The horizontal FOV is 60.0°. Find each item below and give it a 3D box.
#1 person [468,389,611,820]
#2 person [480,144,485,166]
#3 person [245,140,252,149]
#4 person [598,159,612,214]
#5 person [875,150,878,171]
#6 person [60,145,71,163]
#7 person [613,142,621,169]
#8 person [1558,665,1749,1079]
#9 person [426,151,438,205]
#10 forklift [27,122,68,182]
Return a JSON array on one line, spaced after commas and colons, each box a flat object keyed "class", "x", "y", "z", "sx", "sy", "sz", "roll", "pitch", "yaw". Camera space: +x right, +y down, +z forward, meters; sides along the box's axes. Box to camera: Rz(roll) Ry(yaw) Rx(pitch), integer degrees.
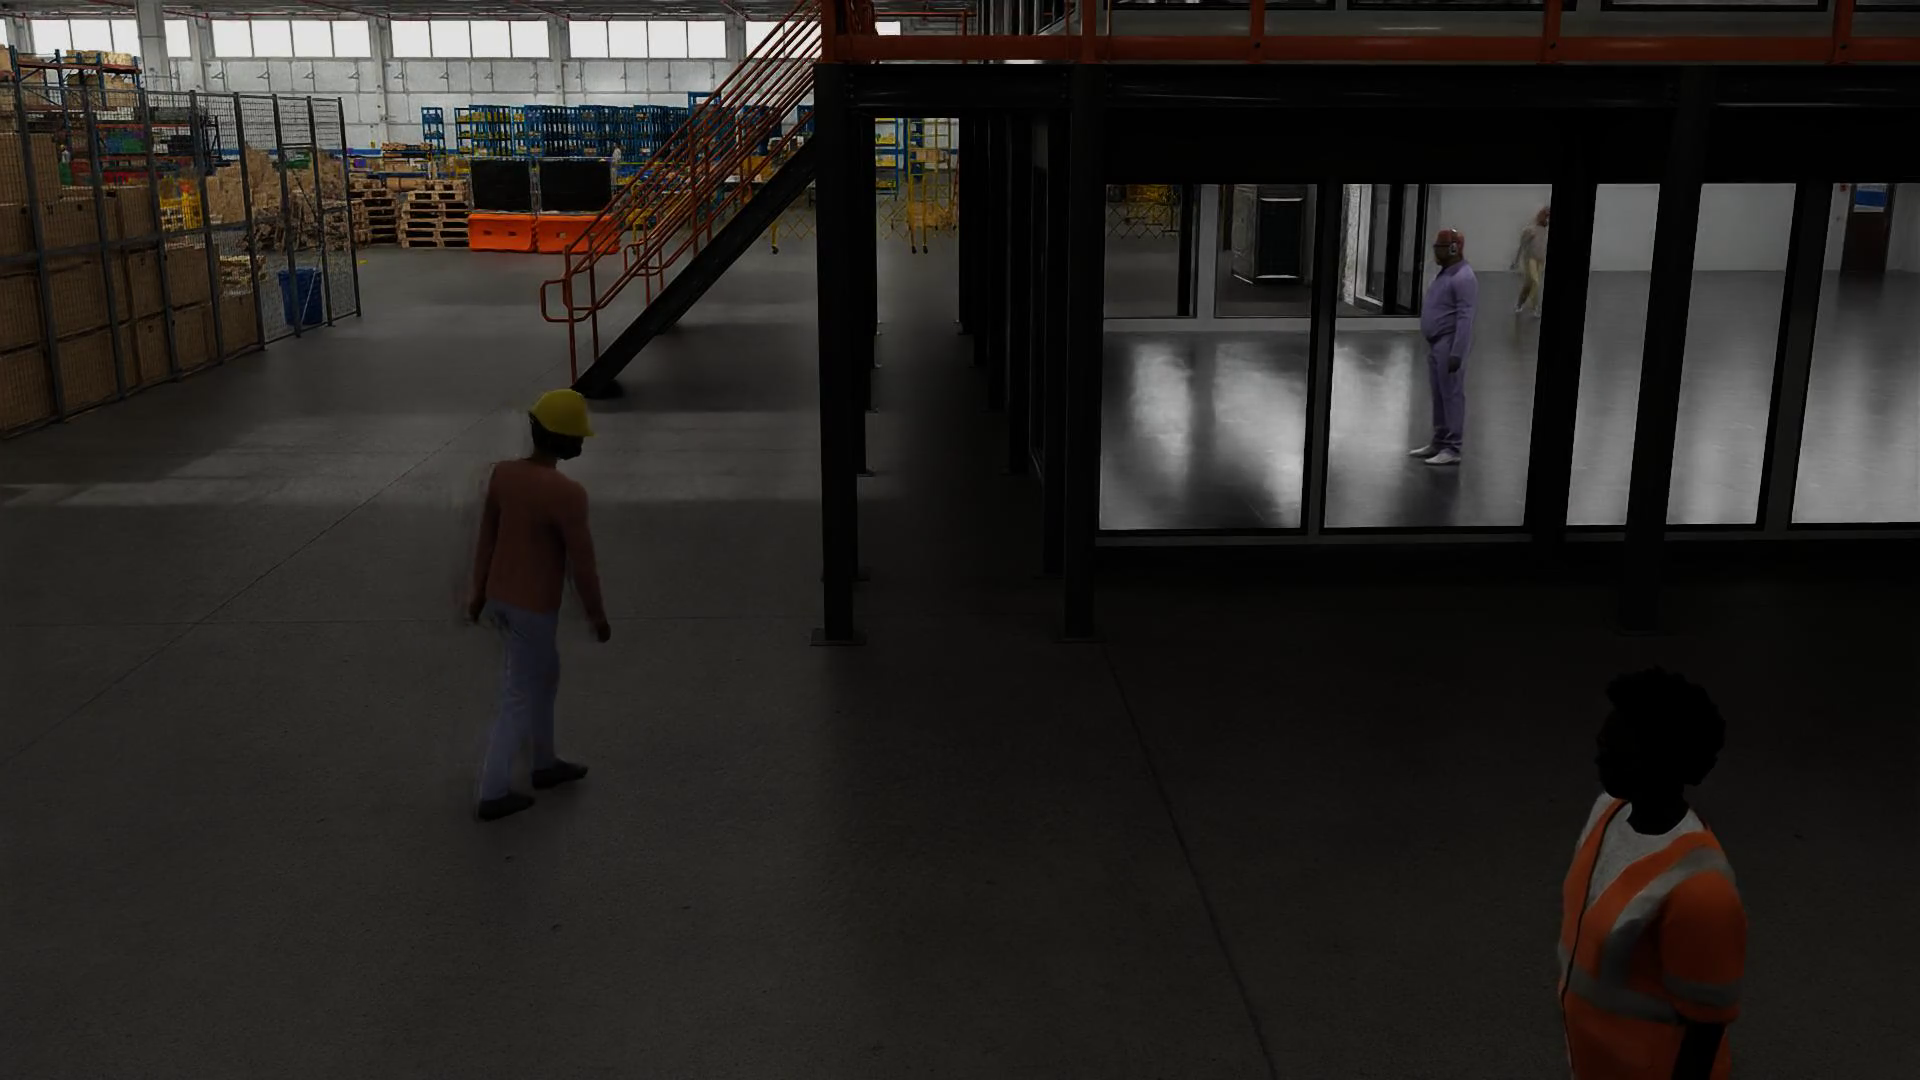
[{"class": "person", "x": -1.693, "y": 0.254, "z": 6.668, "sx": 0.547, "sy": 1.706, "sz": 0.691, "roll": 12, "pitch": 18, "yaw": 39}, {"class": "person", "x": -24.936, "y": -19.847, "z": 87.011, "sx": 0.780, "sy": 1.709, "sz": 0.575, "roll": -11, "pitch": 18, "yaw": -36}, {"class": "person", "x": -36.762, "y": -19.643, "z": 85.824, "sx": 0.399, "sy": 1.905, "sz": 0.642, "roll": 0, "pitch": 14, "yaw": -1}, {"class": "person", "x": -10.190, "y": -10.045, "z": 47.745, "sx": 0.329, "sy": 1.765, "sz": 0.526, "roll": 0, "pitch": 14, "yaw": -1}, {"class": "person", "x": -4.998, "y": -22.001, "z": 95.432, "sx": 0.513, "sy": 1.813, "sz": 0.590, "roll": -3, "pitch": 14, "yaw": -12}, {"class": "person", "x": -40.378, "y": -16.922, "z": 75.100, "sx": 0.404, "sy": 1.829, "sz": 0.591, "roll": 0, "pitch": 14, "yaw": -1}, {"class": "person", "x": -15.795, "y": -17.329, "z": 76.578, "sx": 0.399, "sy": 1.905, "sz": 0.642, "roll": 0, "pitch": 14, "yaw": -1}, {"class": "person", "x": 1.387, "y": 1.078, "z": 3.422, "sx": 0.322, "sy": 1.696, "sz": 0.536, "roll": 0, "pitch": 14, "yaw": -1}, {"class": "person", "x": -17.107, "y": -11.648, "z": 53.948, "sx": 0.331, "sy": 1.866, "sz": 0.513, "roll": 0, "pitch": 14, "yaw": -1}, {"class": "forklift", "x": -35.376, "y": -14.773, "z": 64.377, "sx": 1.129, "sy": 2.768, "sz": 1.873, "roll": -1, "pitch": 14, "yaw": -2}]
